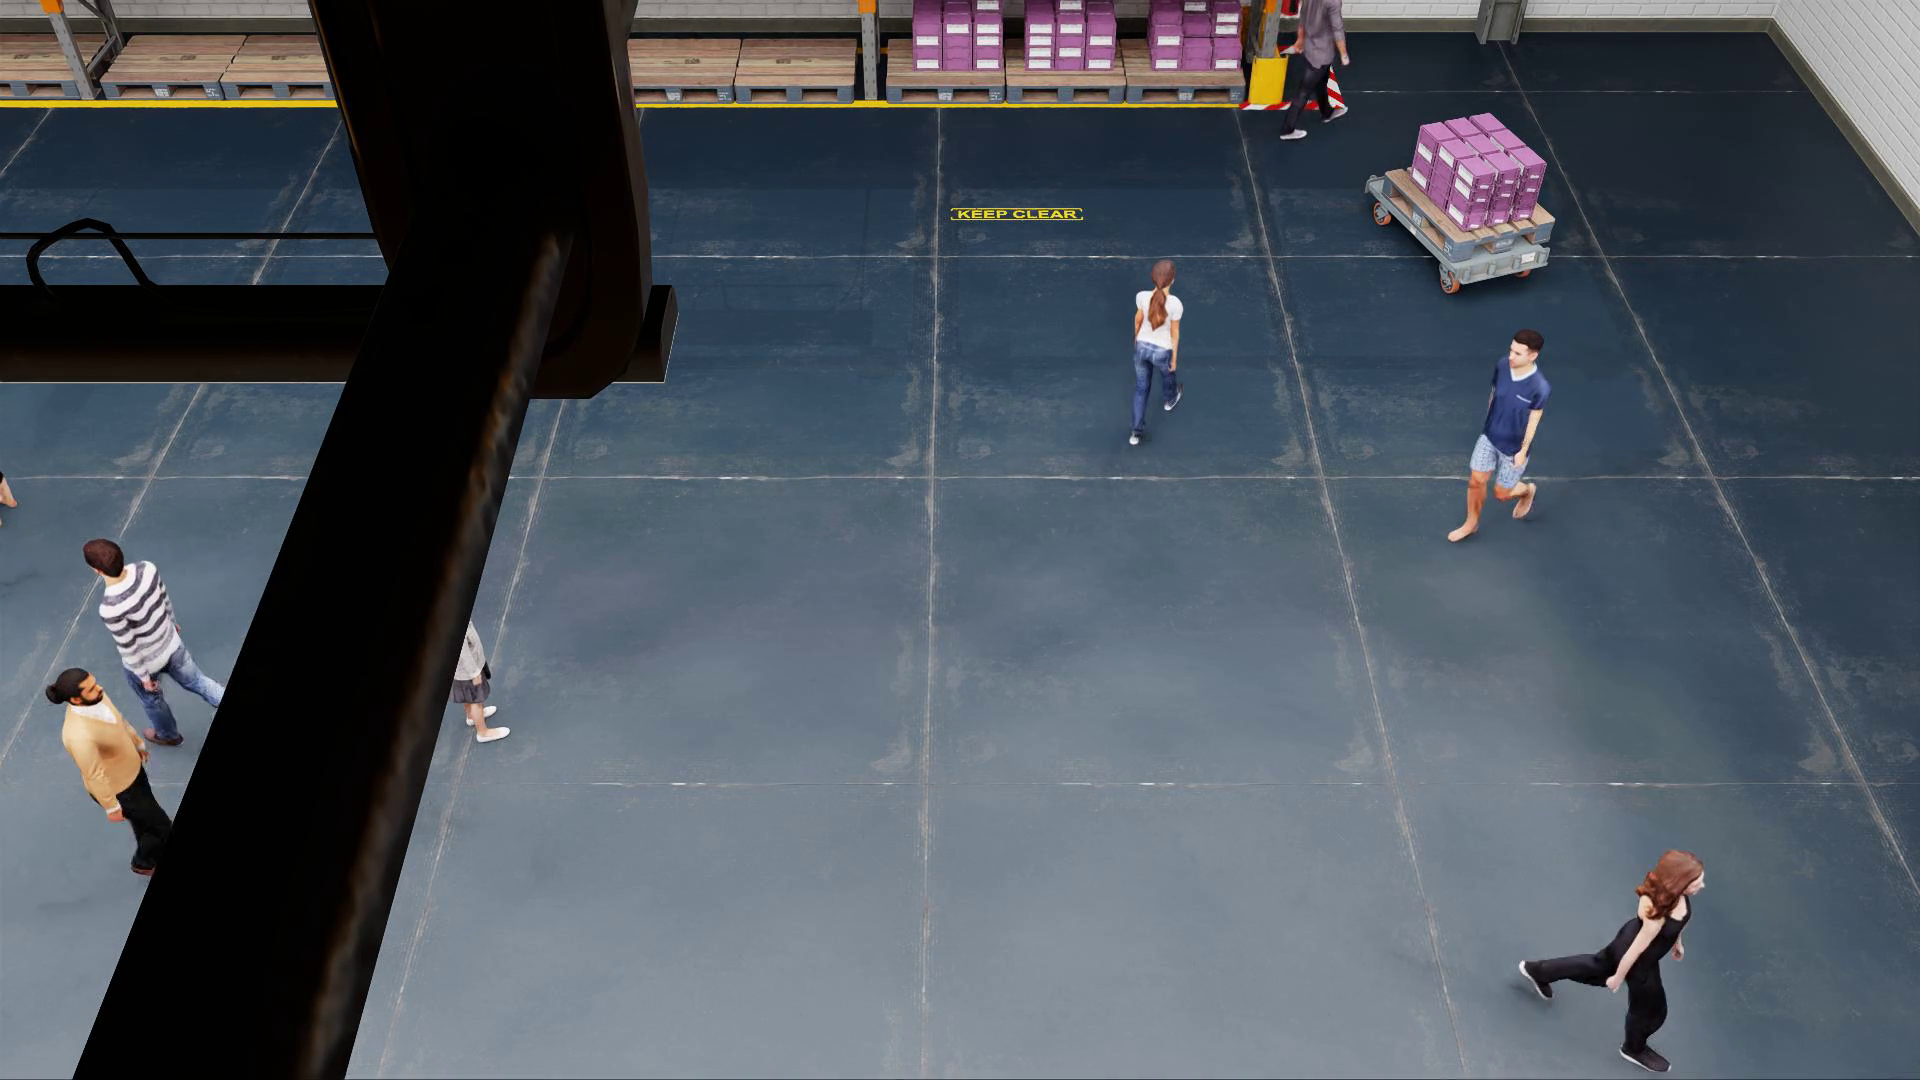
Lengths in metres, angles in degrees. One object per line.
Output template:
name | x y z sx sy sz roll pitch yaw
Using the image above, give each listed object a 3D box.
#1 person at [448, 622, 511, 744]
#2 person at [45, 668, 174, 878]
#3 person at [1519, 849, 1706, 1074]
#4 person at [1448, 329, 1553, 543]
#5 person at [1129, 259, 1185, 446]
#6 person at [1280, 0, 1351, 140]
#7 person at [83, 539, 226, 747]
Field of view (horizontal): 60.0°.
person | -3.143 0.776 10.527 0.642 1.274 0.596 -24 49 -23
person | -4.897 1.384 9.546 0.698 1.747 0.736 -10 44 -10
person | 3.496 2.123 8.795 1.206 1.713 1.029 25 49 24
person | 3.912 -0.739 11.718 1.045 1.825 0.926 -25 49 -24
person | 1.452 -1.393 12.619 0.990 1.530 0.878 18 46 18
person | 3.331 -4.650 15.828 1.122 1.819 0.868 -10 45 -11
person | -4.861 0.694 10.216 1.213 1.823 0.905 13 45 13
